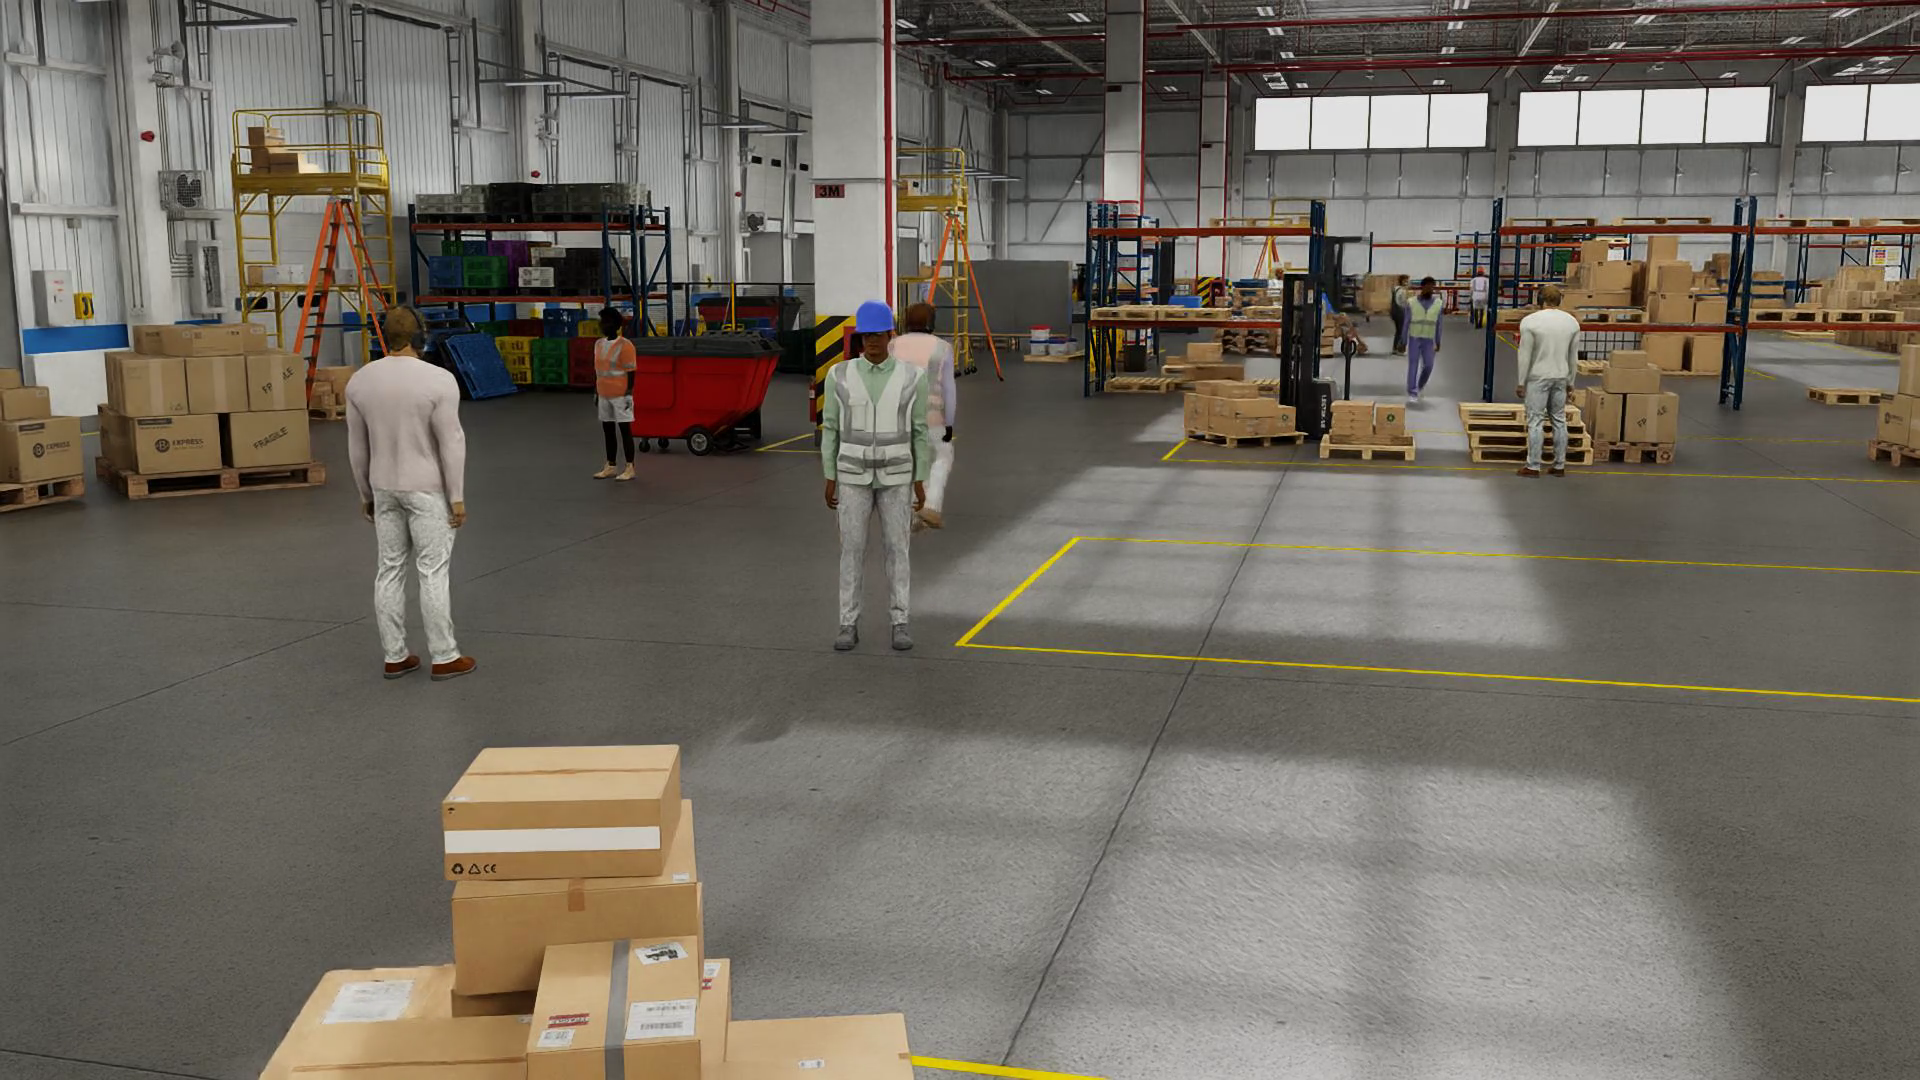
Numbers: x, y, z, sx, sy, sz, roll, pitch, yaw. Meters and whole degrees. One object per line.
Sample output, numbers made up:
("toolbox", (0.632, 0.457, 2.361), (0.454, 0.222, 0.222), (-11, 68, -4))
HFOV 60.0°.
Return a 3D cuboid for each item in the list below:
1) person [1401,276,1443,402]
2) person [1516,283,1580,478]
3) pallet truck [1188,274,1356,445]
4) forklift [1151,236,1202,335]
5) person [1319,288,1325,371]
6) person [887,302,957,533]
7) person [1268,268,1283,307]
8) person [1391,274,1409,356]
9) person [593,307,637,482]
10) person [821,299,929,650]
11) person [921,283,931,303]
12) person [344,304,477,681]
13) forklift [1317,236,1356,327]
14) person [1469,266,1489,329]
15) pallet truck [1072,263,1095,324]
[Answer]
("person", (6.950, -3.020, 25.091), (0.644, 1.898, 0.448), (0, 10, 0))
("person", (5.832, -1.577, 16.522), (0.646, 1.927, 0.388), (-2, 10, -14))
("pallet truck", (3.653, -2.138, 19.590), (1.885, 1.965, 0.823), (-4, 10, -20))
("forklift", (5.866, -7.214, 46.878), (1.873, 2.768, 1.129), (2, 10, 14))
("person", (6.808, -4.103, 31.941), (0.485, 1.738, 0.322), (-4, 10, -21))
("person", (-0.308, -0.950, 13.114), (0.628, 1.830, 0.444), (3, 10, 18))
("person", (8.943, -6.682, 46.711), (0.618, 1.871, 0.423), (-3, 10, -19))
("person", (9.749, -4.977, 36.868), (0.409, 1.811, 0.637), (-2, 10, -11))
("person", (-3.377, -1.417, 16.215), (0.541, 1.698, 0.316), (7, 12, 35))
("person", (-0.470, -0.355, 9.233), (0.603, 1.948, 0.385), (0, 10, -1))
("person", (-0.922, -7.354, 50.510), (0.544, 1.929, 0.386), (-5, 11, -26))
("person", (-2.825, -0.235, 8.557), (0.629, 1.940, 0.379), (2, 10, 14))
("forklift", (11.194, -7.982, 51.404), (1.873, 2.768, 1.129), (-2, 10, -14))
("person", (15.823, -7.385, 50.742), (0.574, 1.903, 0.788), (3, 10, 15))
("pallet truck", (4.325, -8.180, 55.162), (0.823, 1.965, 1.885), (6, 11, 31))
